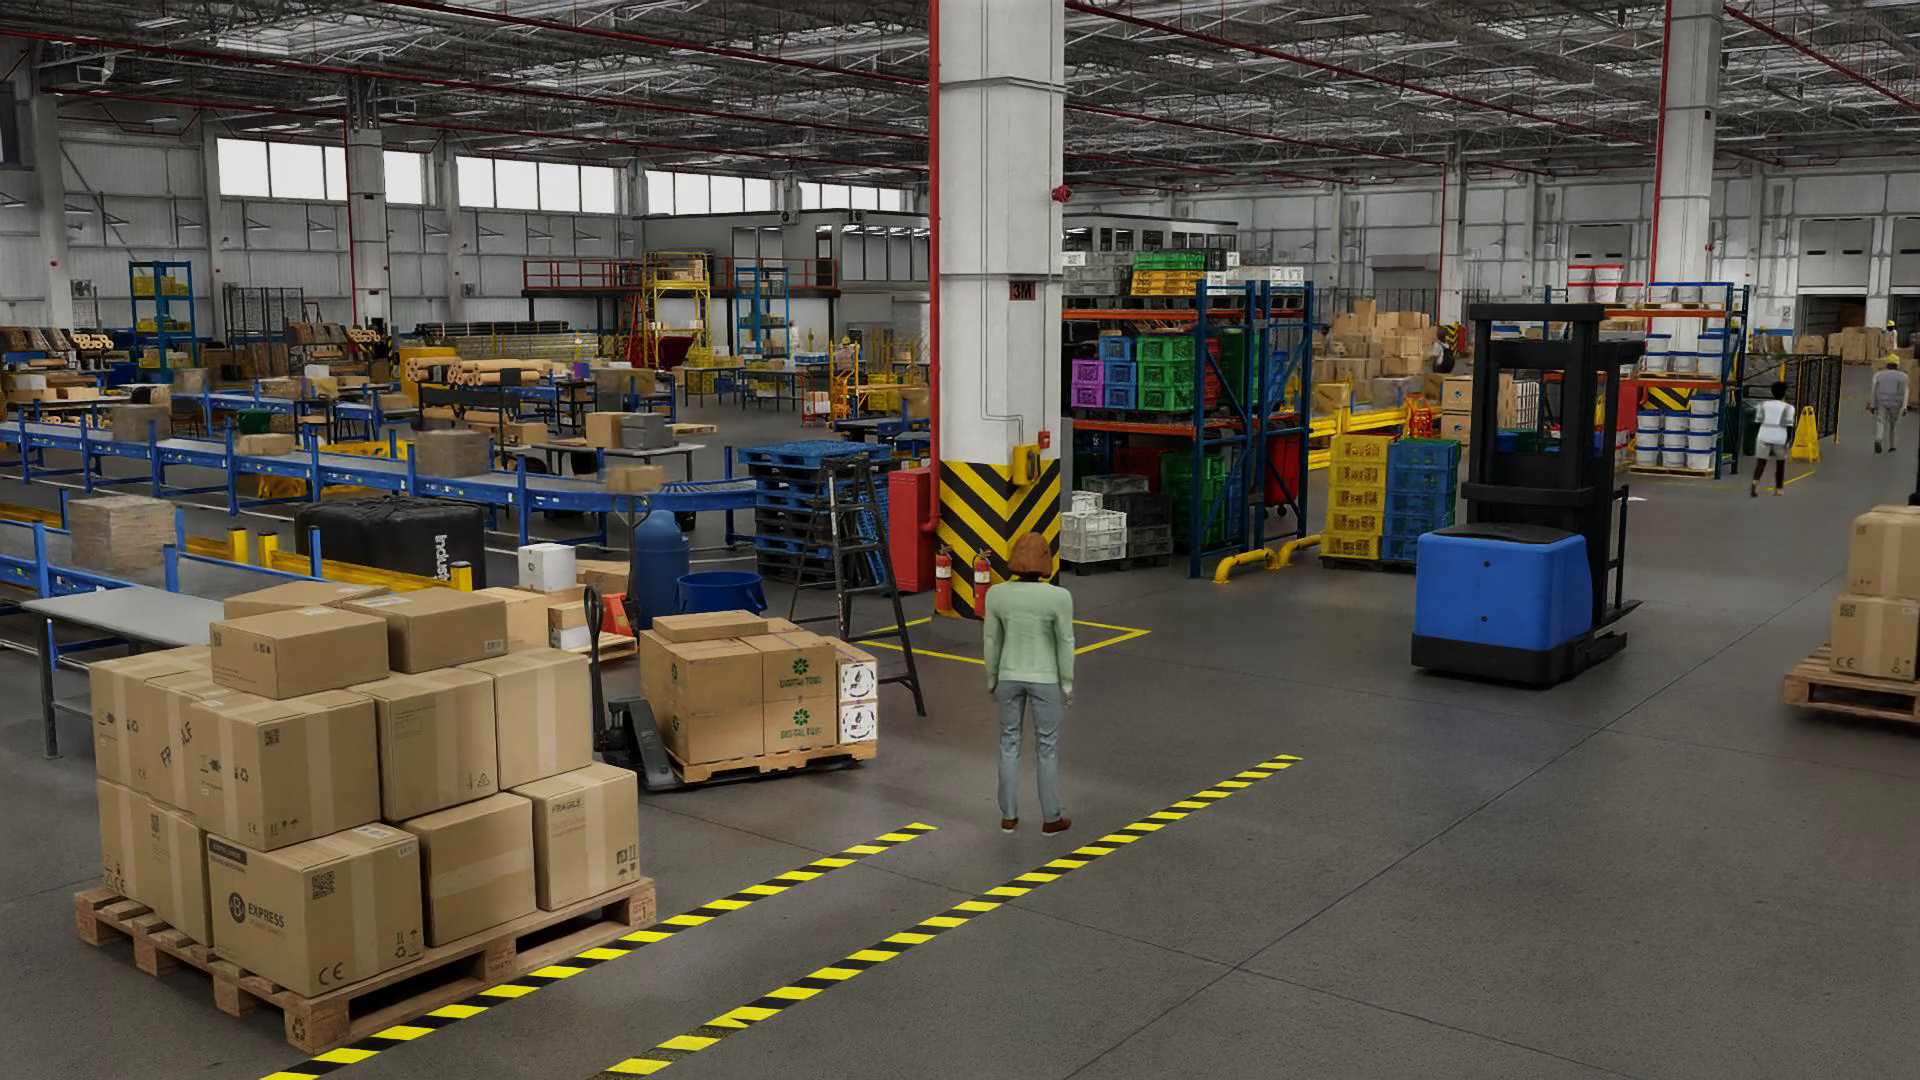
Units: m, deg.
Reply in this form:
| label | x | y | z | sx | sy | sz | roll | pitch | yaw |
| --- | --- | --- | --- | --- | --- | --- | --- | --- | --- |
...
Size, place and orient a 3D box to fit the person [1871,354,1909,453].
| label | x | y | z | sx | sy | sz | roll | pitch | yaw |
| --- | --- | --- | --- | --- | --- | --- | --- | --- | --- |
| person | 16.868 | -2.472 | 30.209 | 0.604 | 1.808 | 0.823 | 6 | 10 | 34 |

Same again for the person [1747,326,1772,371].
| label | x | y | z | sx | sy | sz | roll | pitch | yaw |
| --- | --- | --- | --- | --- | --- | --- | --- | --- | --- |
| person | 29.974 | -7.164 | 62.182 | 0.915 | 1.688 | 0.501 | 3 | 9 | 22 |

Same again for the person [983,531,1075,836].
| label | x | y | z | sx | sy | sz | roll | pitch | yaw |
| --- | --- | --- | --- | --- | --- | --- | --- | --- | --- |
| person | 0.371 | 0.768 | 8.904 | 0.500 | 1.633 | 0.286 | 3 | 9 | 20 |

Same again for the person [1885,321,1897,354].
| label | x | y | z | sx | sy | sz | roll | pitch | yaw |
| --- | --- | --- | --- | --- | --- | --- | --- | --- | --- |
| person | 33.214 | -6.859 | 59.382 | 0.402 | 1.919 | 0.587 | 1 | 8 | 5 |

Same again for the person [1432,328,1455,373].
| label | x | y | z | sx | sy | sz | roll | pitch | yaw |
| --- | --- | --- | --- | --- | --- | --- | --- | --- | --- |
| person | 12.280 | -4.376 | 42.218 | 0.536 | 2.000 | 0.703 | 7 | 11 | 40 |

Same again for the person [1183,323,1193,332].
| label | x | y | z | sx | sy | sz | roll | pitch | yaw |
| --- | --- | --- | --- | --- | --- | --- | --- | --- | --- |
| person | 6.783 | -5.497 | 49.944 | 1.041 | 1.987 | 0.613 | 0 | 8 | -2 |

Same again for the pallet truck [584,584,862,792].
| label | x | y | z | sx | sy | sz | roll | pitch | yaw |
| --- | --- | --- | --- | --- | --- | --- | --- | --- | --- |
| pallet truck | -1.426 | 0.805 | 10.019 | 1.601 | 1.201 | 0.680 | -4 | 9 | -26 |

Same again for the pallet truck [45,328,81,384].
| label | x | y | z | sx | sy | sz | roll | pitch | yaw |
| --- | --- | --- | --- | --- | --- | --- | --- | --- | --- |
| pallet truck | -23.775 | -4.544 | 43.495 | 1.885 | 1.965 | 0.823 | 6 | 10 | 35 |

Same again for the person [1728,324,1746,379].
| label | x | y | z | sx | sy | sz | roll | pitch | yaw |
| --- | --- | --- | --- | --- | --- | --- | --- | --- | --- |
| person | 26.177 | -6.386 | 56.322 | 0.590 | 1.883 | 0.988 | -6 | 10 | -33 |

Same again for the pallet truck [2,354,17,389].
| label | x | y | z | sx | sy | sz | roll | pitch | yaw |
| --- | --- | --- | --- | --- | --- | --- | --- | --- | --- |
| pallet truck | -24.881 | -4.417 | 42.634 | 1.885 | 1.965 | 0.823 | 8 | 11 | 41 |

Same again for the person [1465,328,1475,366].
| label | x | y | z | sx | sy | sz | roll | pitch | yaw |
| --- | --- | --- | --- | --- | --- | --- | --- | --- | --- |
| person | 20.514 | -7.803 | 65.824 | 1.014 | 1.897 | 0.630 | 8 | 11 | 41 |

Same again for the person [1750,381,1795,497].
| label | x | y | z | sx | sy | sz | roll | pitch | yaw |
| --- | --- | --- | --- | --- | --- | --- | --- | --- | --- |
| person | 11.486 | -1.420 | 23.531 | 0.536 | 1.669 | 0.751 | 7 | 11 | 39 |

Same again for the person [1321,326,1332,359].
| label | x | y | z | sx | sy | sz | roll | pitch | yaw |
| --- | --- | --- | --- | --- | --- | --- | --- | --- | --- |
| person | 11.699 | -5.892 | 53.100 | 0.435 | 1.843 | 0.655 | 3 | 9 | 20 |

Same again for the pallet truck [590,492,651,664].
| label | x | y | z | sx | sy | sz | roll | pitch | yaw |
| --- | --- | --- | --- | --- | --- | --- | --- | --- | --- |
| pallet truck | -3.115 | 0.344 | 12.883 | 0.653 | 1.274 | 1.630 | 7 | 11 | 37 |

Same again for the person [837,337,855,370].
| label | x | y | z | sx | sy | sz | roll | pitch | yaw |
| --- | --- | --- | --- | --- | --- | --- | --- | --- | --- |
| person | -2.950 | -4.393 | 43.261 | 0.533 | 1.765 | 0.323 | 3 | 9 | 20 |

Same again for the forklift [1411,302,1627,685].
| label | x | y | z | sx | sy | sz | roll | pitch | yaw |
| --- | --- | --- | --- | --- | --- | --- | --- | --- | --- |
| forklift | 4.379 | -0.438 | 12.852 | 1.129 | 2.768 | 1.873 | 7 | 11 | 37 |

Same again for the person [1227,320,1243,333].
| label | x | y | z | sx | sy | sz | roll | pitch | yaw |
| --- | --- | --- | --- | --- | --- | --- | --- | --- | --- |
| person | 10.897 | -7.790 | 65.950 | 0.630 | 1.828 | 0.516 | 4 | 9 | 23 |

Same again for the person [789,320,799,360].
| label | x | y | z | sx | sy | sz | roll | pitch | yaw |
| --- | --- | --- | --- | --- | --- | --- | --- | --- | --- |
| person | -6.511 | -7.723 | 65.401 | 0.607 | 1.859 | 0.756 | -8 | 11 | -42 |
